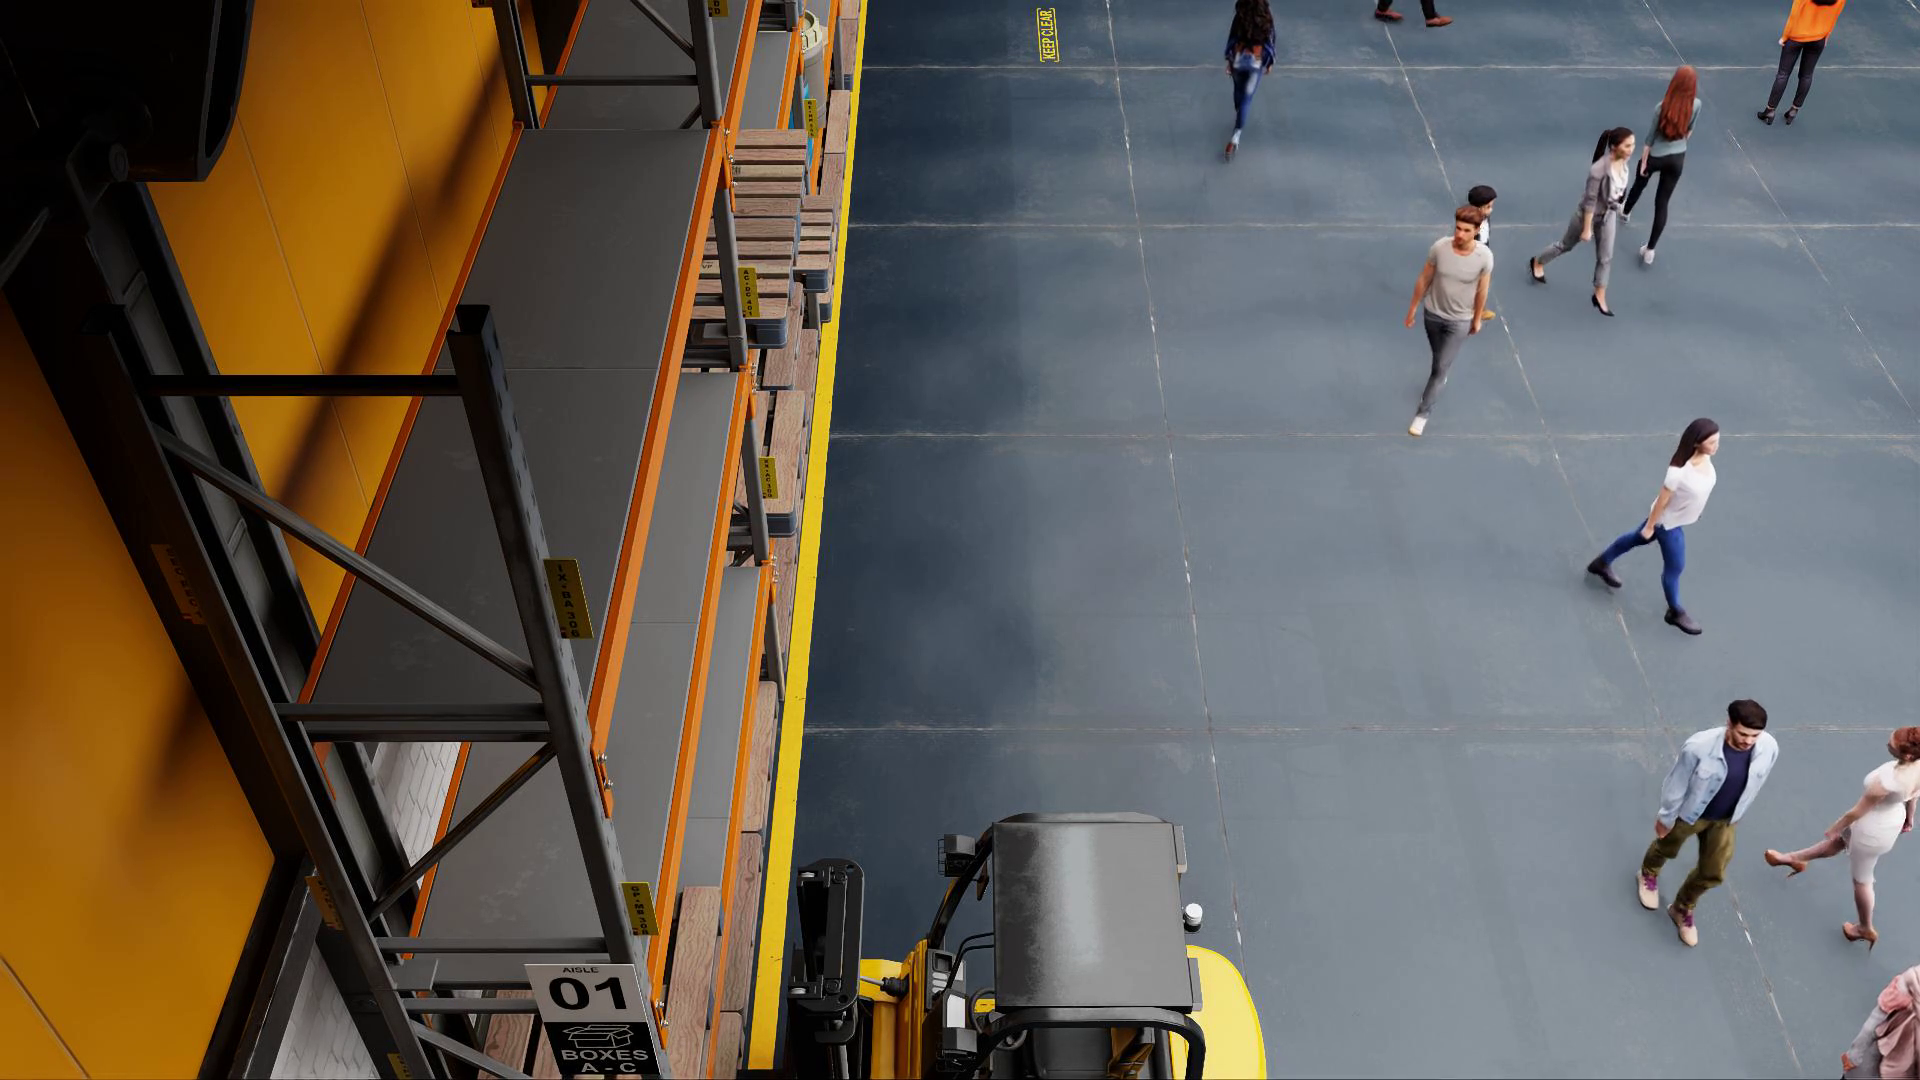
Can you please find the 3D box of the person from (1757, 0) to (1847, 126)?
[{"bbox_3d":[8.166,-4.833,16.047,0.622,1.749,0.558,2,44,3],"label":"person"}]

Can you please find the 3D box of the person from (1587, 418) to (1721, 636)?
[{"bbox_3d":[4.707,-0.175,11.238,1.134,1.637,1.099,33,53,30],"label":"person"}]

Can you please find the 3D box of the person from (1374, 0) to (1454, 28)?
[{"bbox_3d":[4.738,-6.351,17.572,1.011,1.844,1.125,13,45,13],"label":"person"}]

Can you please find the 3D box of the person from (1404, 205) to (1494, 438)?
[{"bbox_3d":[3.772,-1.777,12.770,1.093,1.844,1.299,22,48,22],"label":"person"}]

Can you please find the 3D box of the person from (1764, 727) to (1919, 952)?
[{"bbox_3d":[5.110,1.694,9.195,0.956,1.750,1.110,-19,47,-19],"label":"person"}]

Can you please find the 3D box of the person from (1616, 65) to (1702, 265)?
[{"bbox_3d":[6.105,-3.212,14.386,0.637,1.692,1.172,3,44,3],"label":"person"}]

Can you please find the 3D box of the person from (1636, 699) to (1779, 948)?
[{"bbox_3d":[4.176,1.464,9.404,0.718,1.794,0.794,3,44,3],"label":"person"}]

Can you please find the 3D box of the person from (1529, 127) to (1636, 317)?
[{"bbox_3d":[5.212,-2.716,13.909,1.022,1.633,1.187,-26,49,-24],"label":"person"}]

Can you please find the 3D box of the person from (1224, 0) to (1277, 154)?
[{"bbox_3d":[2.702,-4.438,15.756,0.869,1.579,1.127,16,46,16],"label":"person"}]
